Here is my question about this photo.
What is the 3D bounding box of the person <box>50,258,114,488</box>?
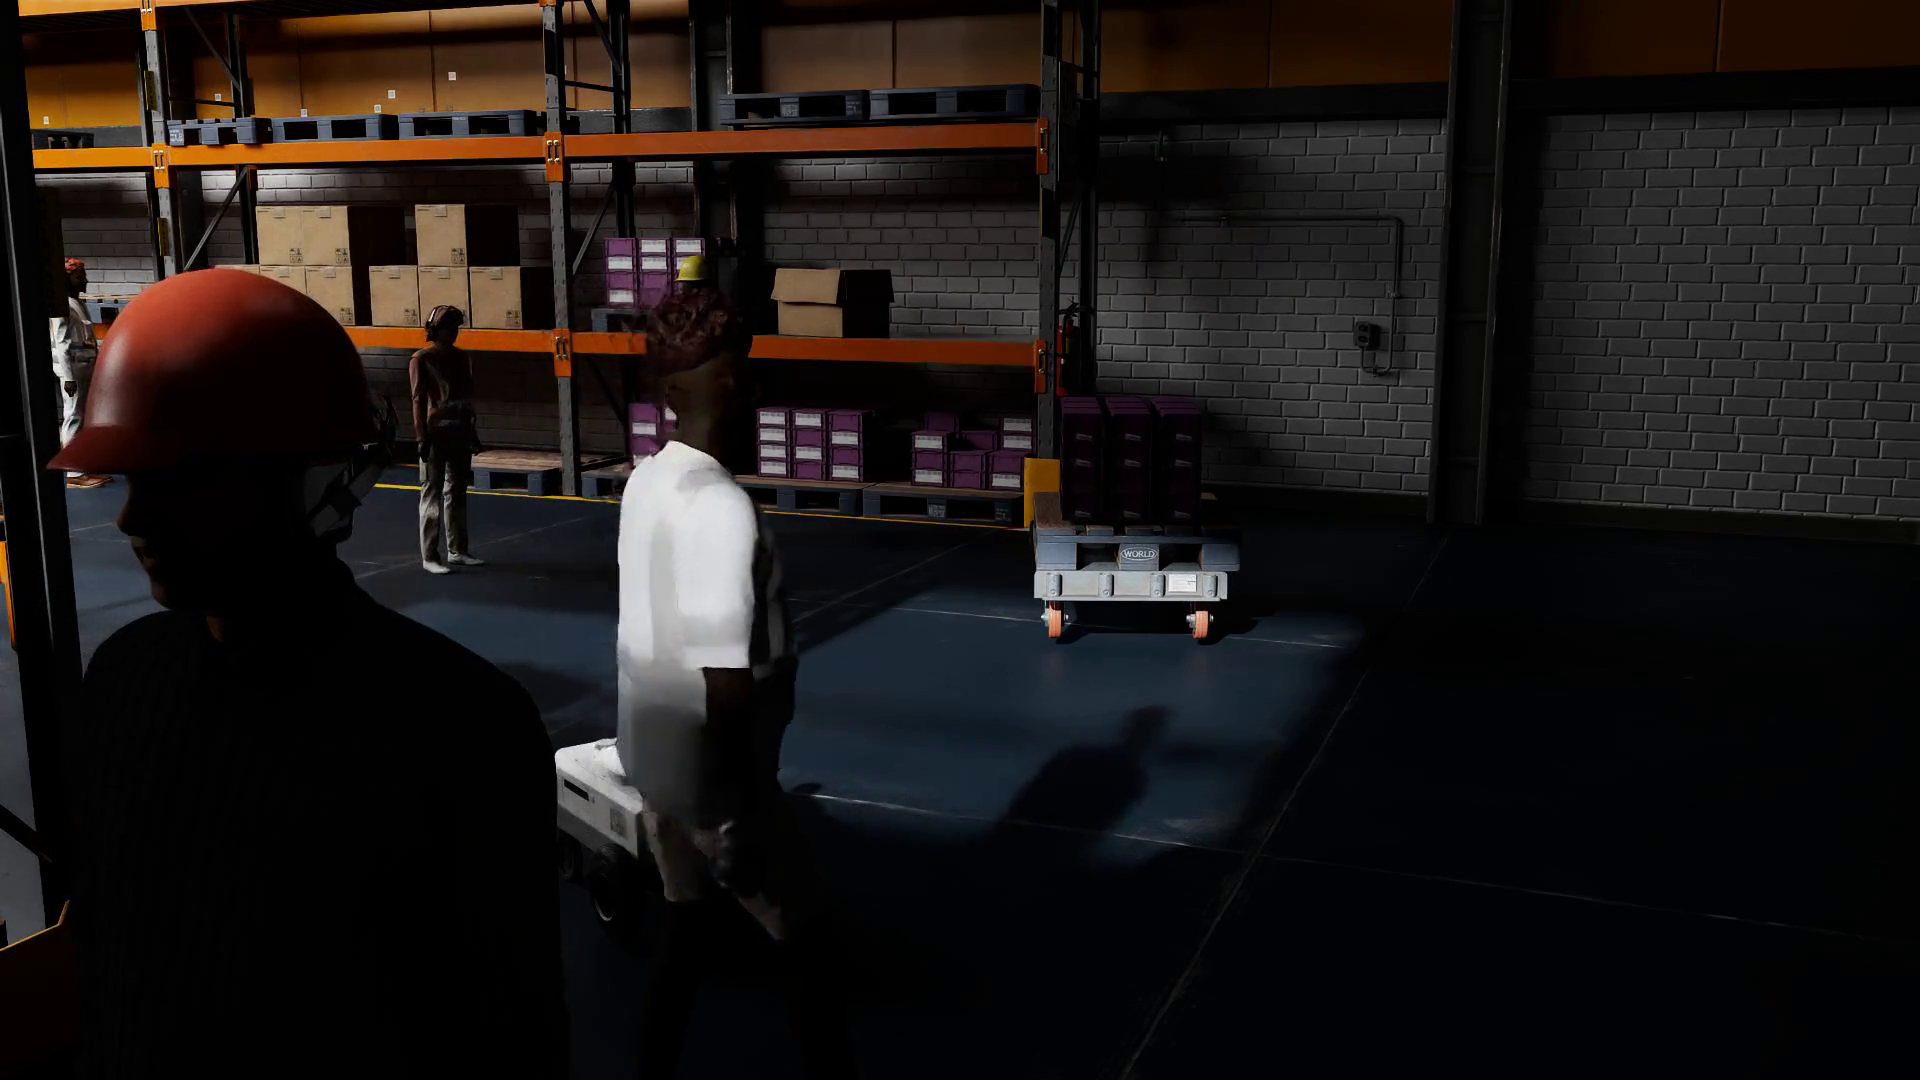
[{"bbox_3d":[-7.278,-1.370,13.726,0.341,1.882,0.587,-2,10,-12],"label":"person"}]

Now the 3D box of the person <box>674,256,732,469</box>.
[{"bbox_3d":[-1.744,-0.946,11.247,0.371,1.927,0.588,4,11,20],"label":"person"}]

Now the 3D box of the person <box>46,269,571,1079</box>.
[{"bbox_3d":[-0.692,0.723,1.758,0.608,1.995,0.377,4,11,21],"label":"person"}]

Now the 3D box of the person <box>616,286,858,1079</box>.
[{"bbox_3d":[-0.372,0.444,3.511,0.759,1.924,0.642,-5,11,-24],"label":"person"}]

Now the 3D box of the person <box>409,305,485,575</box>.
[{"bbox_3d":[-3.151,-0.617,10.219,0.311,1.638,0.521,5,11,24],"label":"person"}]

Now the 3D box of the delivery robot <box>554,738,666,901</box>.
[{"bbox_3d":[-0.973,0.795,5.109,0.477,0.478,0.707,-7,13,-36],"label":"delivery robot"}]
